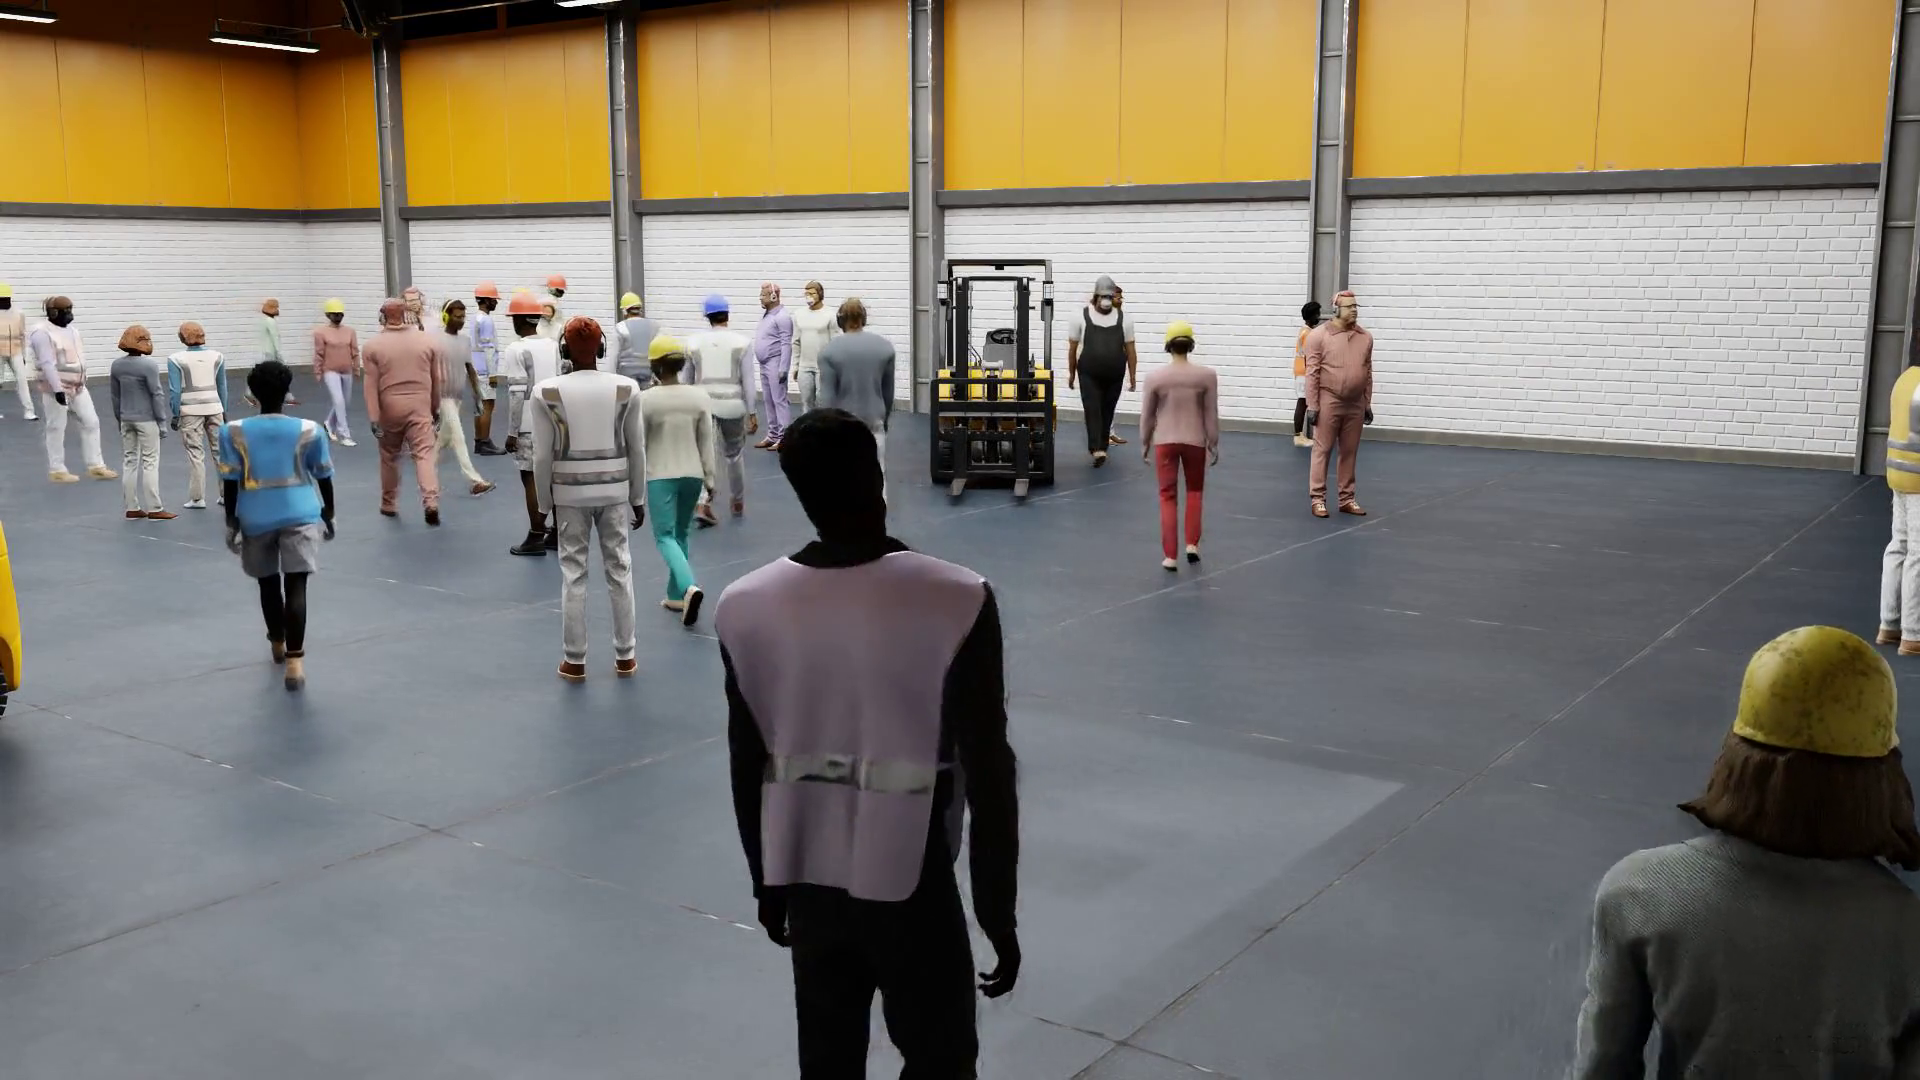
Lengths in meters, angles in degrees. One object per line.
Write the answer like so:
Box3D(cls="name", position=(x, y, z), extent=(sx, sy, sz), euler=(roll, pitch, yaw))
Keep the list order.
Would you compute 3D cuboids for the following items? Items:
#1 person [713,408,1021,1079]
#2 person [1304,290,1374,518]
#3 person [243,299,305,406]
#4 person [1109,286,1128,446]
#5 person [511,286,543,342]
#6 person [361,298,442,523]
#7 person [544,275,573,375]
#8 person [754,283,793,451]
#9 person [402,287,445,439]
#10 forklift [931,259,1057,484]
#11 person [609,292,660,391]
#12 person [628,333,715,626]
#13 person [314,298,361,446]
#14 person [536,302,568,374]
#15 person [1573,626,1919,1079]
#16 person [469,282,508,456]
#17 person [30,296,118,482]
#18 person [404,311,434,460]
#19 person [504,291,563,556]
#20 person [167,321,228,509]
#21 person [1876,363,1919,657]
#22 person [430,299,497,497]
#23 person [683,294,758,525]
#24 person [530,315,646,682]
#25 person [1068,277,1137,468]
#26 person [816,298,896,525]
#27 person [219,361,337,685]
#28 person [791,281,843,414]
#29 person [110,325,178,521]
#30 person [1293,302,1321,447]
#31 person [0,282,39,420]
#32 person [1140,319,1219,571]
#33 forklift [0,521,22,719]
Box3D(cls="person", position=(-0.136, 0.690, 3.262), extent=(0.749, 1.873, 0.425), euler=(4, 10, 22))
Box3D(cls="person", position=(3.226, -1.147, 14.079), extent=(0.641, 1.913, 0.407), euler=(-3, 10, -20))
Box3D(cls="person", position=(-10.295, -2.793, 24.806), extent=(0.805, 1.605, 0.503), euler=(-4, 10, -24))
Box3D(cls="person", position=(1.791, -2.046, 19.555), extent=(0.318, 1.870, 0.531), euler=(5, 11, 29))
Box3D(cls="person", position=(-6.055, -2.650, 23.332), extent=(0.426, 1.809, 0.620), euler=(8, 12, 38))
Box3D(cls="person", position=(-4.606, -1.074, 13.810), extent=(0.651, 1.862, 0.986), euler=(-5, 11, -29))
Box3D(cls="person", position=(-5.758, -2.798, 23.757), extent=(0.441, 1.961, 0.669), euler=(-3, 10, -16))
Box3D(cls="person", position=(-2.153, -1.976, 19.030), extent=(0.406, 1.906, 0.654), euler=(-5, 11, -29))
Box3D(cls="person", position=(-6.322, -2.015, 19.419), extent=(0.673, 1.867, 0.884), euler=(-5, 11, -28))
Box3D(cls="forklift", position=(0.370, -1.738, 16.759), extent=(1.214, 2.155, 2.313), euler=(1, 10, 3))
Box3D(cls="person", position=(-3.676, -1.873, 18.717), extent=(0.604, 1.825, 0.540), euler=(-8, 12, -39))
Box3D(cls="person", position=(-1.696, -0.367, 9.980), extent=(0.526, 1.737, 0.798), euler=(-6, 11, -33))
Box3D(cls="person", position=(-7.370, -1.986, 19.614), extent=(0.821, 1.737, 0.528), euler=(8, 12, 40))
Box3D(cls="person", position=(-5.484, -2.345, 22.083), extent=(0.516, 1.624, 0.467), euler=(-6, 11, -32))
Box3D(cls="person", position=(1.021, 0.963, 2.174), extent=(0.505, 1.702, 0.888), euler=(6, 11, 33))
Box3D(cls="person", position=(-5.260, -1.901, 18.538), extent=(0.385, 1.930, 0.541), euler=(-5, 11, -27))
Box3D(cls="person", position=(-8.616, -1.454, 16.187), extent=(0.683, 1.823, 0.635), euler=(2, 10, 9))
Box3D(cls="person", position=(-5.935, -1.663, 17.998), extent=(0.462, 1.623, 0.510), euler=(8, 12, 39))
Box3D(cls="person", position=(-3.155, -0.850, 12.233), extent=(0.372, 1.935, 0.551), euler=(5, 11, 26))
Box3D(cls="person", position=(-6.640, -1.087, 14.531), extent=(0.315, 1.639, 0.515), euler=(8, 12, 40))
Box3D(cls="person", position=(5.330, -0.281, 9.136), extent=(0.429, 1.839, 0.634), euler=(2, 10, 9))
Box3D(cls="person", position=(-4.662, -1.299, 15.309), extent=(1.019, 1.806, 0.530), euler=(5, 11, 28))
Box3D(cls="person", position=(-1.995, -1.080, 13.768), extent=(0.640, 1.891, 1.019), euler=(0, 10, 1))
Box3D(cls="person", position=(-1.902, -0.208, 8.565), extent=(0.576, 1.885, 0.355), euler=(-4, 10, -21))
Box3D(cls="person", position=(1.525, -1.786, 17.502), extent=(0.698, 2.000, 1.010), euler=(-1, 10, -7))
Box3D(cls="person", position=(-0.789, -0.896, 12.698), extent=(0.638, 1.886, 1.045), euler=(-3, 10, -17))
Box3D(cls="person", position=(-3.529, -0.106, 8.649), extent=(0.546, 1.643, 0.889), euler=(-3, 10, -18))
Box3D(cls="person", position=(-1.610, -1.934, 18.684), extent=(0.628, 1.940, 0.378), euler=(5, 11, 26))
Box3D(cls="person", position=(-6.823, -0.971, 13.856), extent=(0.504, 1.632, 0.269), euler=(4, 10, 20))
Box3D(cls="person", position=(4.044, -1.928, 19.388), extent=(0.318, 1.691, 0.534), euler=(1, 10, 7))
Box3D(cls="person", position=(-13.015, -2.563, 22.650), extent=(0.982, 1.885, 0.596), euler=(7, 12, 36))
Box3D(cls="person", position=(1.536, -0.665, 11.683), extent=(0.551, 1.747, 0.503), euler=(1, 10, 3))
Box3D(cls="forklift", position=(-5.296, -0.090, 6.943), extent=(1.214, 2.155, 2.313), euler=(7, 12, 35))
